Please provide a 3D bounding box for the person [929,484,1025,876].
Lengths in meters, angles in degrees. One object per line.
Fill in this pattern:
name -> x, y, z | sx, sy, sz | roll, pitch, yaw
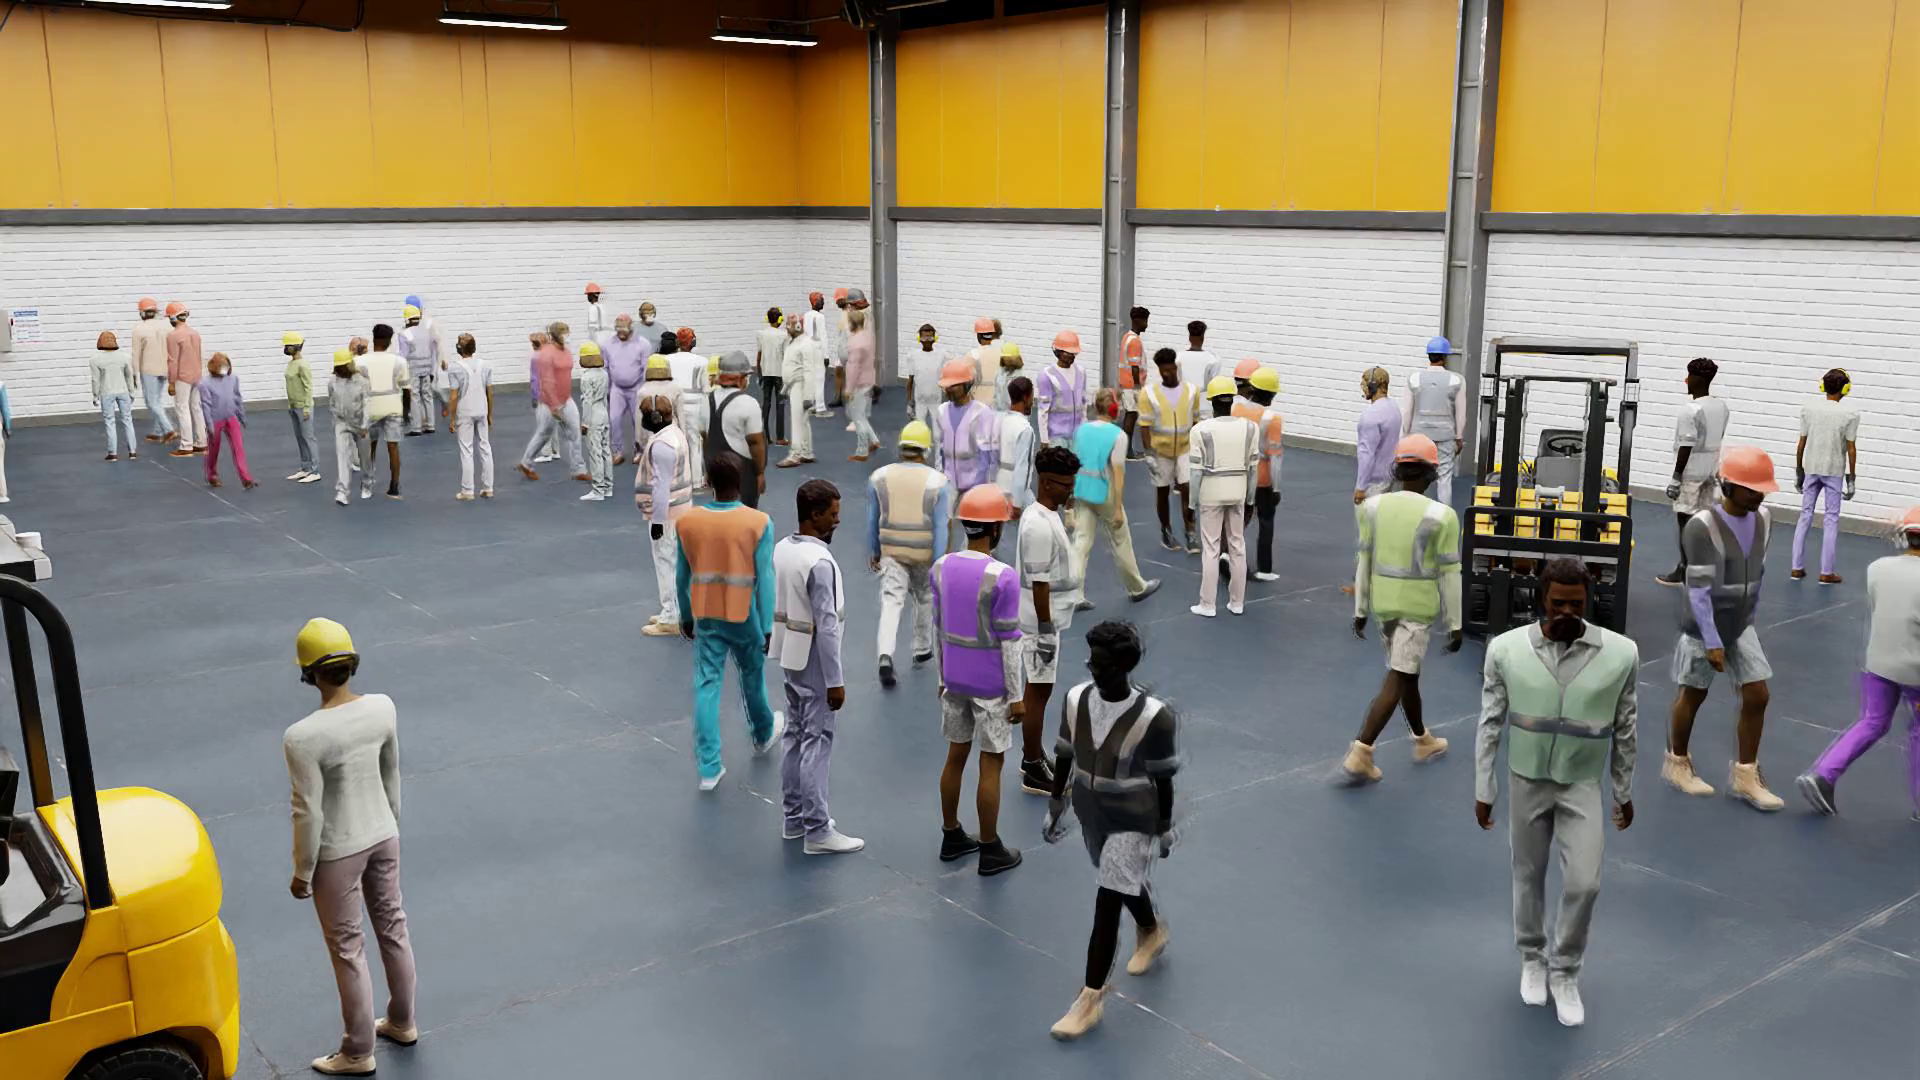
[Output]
person -> 0.105, 0.684, 8.210 | 0.545, 1.930, 0.387 | 11, 16, 43

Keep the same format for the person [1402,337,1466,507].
person -> 4.682, -1.035, 16.475 | 0.606, 1.940, 0.408 | 4, 12, 18

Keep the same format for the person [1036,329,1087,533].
person -> 1.036, -1.064, 16.409 | 0.614, 2.031, 0.403 | -9, 15, -39

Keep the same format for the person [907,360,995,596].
person -> -0.026, -0.475, 13.678 | 0.616, 1.981, 1.062 | 8, 14, 35

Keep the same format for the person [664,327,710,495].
person -> -3.050, -1.431, 18.559 | 0.568, 1.878, 0.351 | 1, 12, 6

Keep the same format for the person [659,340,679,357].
person -> -3.328, -1.453, 19.099 | 0.417, 1.680, 0.554 | 0, 12, 1

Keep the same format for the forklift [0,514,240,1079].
forklift -> -3.687, 1.115, 5.480 | 2.313, 2.155, 1.214 | -9, 15, -36

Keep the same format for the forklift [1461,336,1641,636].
forklift -> 4.683, -0.471, 13.136 | 1.214, 2.155, 2.313 | 4, 12, 20

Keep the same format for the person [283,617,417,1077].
person -> -2.331, 1.159, 6.310 | 0.329, 1.765, 0.527 | 6, 13, 25

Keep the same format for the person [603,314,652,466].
person -> -4.110, -1.841, 20.524 | 0.654, 1.874, 0.655 | 1, 12, 4

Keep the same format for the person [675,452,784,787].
person -> -1.326, 0.417, 9.634 | 0.630, 1.865, 0.977 | 2, 12, 10

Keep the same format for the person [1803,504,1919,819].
person -> 4.981, 0.663, 8.838 | 0.757, 1.716, 0.552 | -4, 12, -18

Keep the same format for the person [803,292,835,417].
person -> -2.155, -2.800, 25.144 | 0.355, 1.882, 0.576 | -9, 14, -36

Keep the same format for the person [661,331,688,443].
person -> -3.489, -1.692, 20.240 | 0.321, 1.697, 0.535 | -7, 14, -32

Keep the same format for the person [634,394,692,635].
person -> -2.263, -0.198, 12.719 | 0.429, 1.830, 0.635 | -1, 12, -3

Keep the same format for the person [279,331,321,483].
person -> -7.716, -1.552, 19.399 | 0.313, 1.767, 0.533 | -10, 16, -41

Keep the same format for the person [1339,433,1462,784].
person -> 2.540, 0.389, 9.498 | 0.997, 1.998, 0.631 | -10, 15, -39

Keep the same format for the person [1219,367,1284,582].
person -> 2.517, -0.542, 14.249 | 0.611, 1.896, 0.660 | 11, 16, 43

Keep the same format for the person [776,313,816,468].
person -> -2.038, -1.849, 20.536 | 0.467, 1.906, 0.663 | -4, 12, -19

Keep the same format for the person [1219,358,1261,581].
person -> 2.459, -0.612, 14.471 | 0.387, 1.929, 0.547 | -2, 12, -10

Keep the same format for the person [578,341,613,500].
person -> -4.027, -1.310, 18.285 | 0.298, 1.744, 0.486 | 3, 12, 14

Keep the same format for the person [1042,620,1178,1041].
person -> 0.644, 1.117, 6.801 | 0.533, 1.652, 0.905 | 11, 16, 42

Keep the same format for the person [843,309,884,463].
person -> -1.265, -1.907, 20.723 | 0.422, 1.923, 0.643 | 2, 12, 10

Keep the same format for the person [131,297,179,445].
person -> -10.837, -2.267, 22.385 | 0.627, 1.999, 0.643 | 4, 12, 19

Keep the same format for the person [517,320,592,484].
person -> -4.722, -1.599, 19.305 | 0.970, 1.909, 0.621 | 5, 13, 22

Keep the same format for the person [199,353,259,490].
person -> -8.331, -1.348, 18.877 | 0.887, 1.568, 0.562 | 9, 15, 37

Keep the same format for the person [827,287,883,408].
person -> -1.686, -3.060, 26.385 | 0.944, 1.897, 0.568 | -9, 15, -38

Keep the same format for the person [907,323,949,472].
person -> -0.368, -1.591, 19.362 | 0.506, 1.864, 0.331 | 0, 12, 1

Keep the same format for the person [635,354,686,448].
person -> -3.090, -1.046, 17.096 | 0.493, 1.711, 0.703 | -7, 14, -31

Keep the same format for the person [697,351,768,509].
person -> -1.996, -0.648, 14.364 | 0.691, 2.000, 0.885 | 10, 16, 41

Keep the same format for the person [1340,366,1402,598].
person -> 3.452, -0.482, 13.848 | 0.381, 1.929, 0.636 | 8, 14, 32

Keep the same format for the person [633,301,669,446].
person -> -4.154, -2.227, 22.270 | 0.636, 1.931, 0.377 | -8, 14, -35

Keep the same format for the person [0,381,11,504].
person -> -10.545, -1.189, 17.973 | 0.529, 1.630, 0.318 | -5, 13, -23

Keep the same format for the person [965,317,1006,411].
person -> 0.300, -1.607, 19.280 | 0.548, 1.934, 0.381 | -4, 12, -19

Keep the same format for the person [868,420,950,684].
person -> -0.368, 0.080, 11.468 | 0.609, 1.791, 0.906 | 2, 12, 11

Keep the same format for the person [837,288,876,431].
person -> -1.476, -2.572, 23.659 | 0.536, 2.000, 0.672 | 1, 12, 7

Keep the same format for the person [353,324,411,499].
person -> -6.423, -1.438, 18.452 | 0.647, 1.922, 0.784 | -5, 13, -22

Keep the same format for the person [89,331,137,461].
person -> -10.685, -1.817, 20.997 | 0.499, 1.634, 0.279 | -10, 16, -41

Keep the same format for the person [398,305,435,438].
person -> -7.508, -2.320, 22.946 | 0.404, 1.830, 0.600 | 7, 13, 30

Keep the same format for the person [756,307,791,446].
person -> -2.480, -2.180, 22.217 | 0.523, 1.858, 0.337 | 4, 12, 19

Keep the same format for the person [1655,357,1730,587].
person -> 6.265, -0.576, 14.199 | 0.606, 1.966, 0.367 | -9, 14, -36

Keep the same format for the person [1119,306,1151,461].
person -> 2.197, -1.967, 20.962 | 0.389, 1.953, 0.610 | 0, 12, -2

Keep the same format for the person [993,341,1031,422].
person -> 0.560, -1.325, 18.382 | 0.491, 1.745, 0.339 | 9, 15, 36

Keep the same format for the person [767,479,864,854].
person -> -0.761, 0.641, 8.455 | 0.391, 1.913, 0.588 | -6, 13, -27

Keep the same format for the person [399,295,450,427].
person -> -7.764, -2.601, 24.122 | 0.645, 1.911, 0.667 | 2, 12, 8

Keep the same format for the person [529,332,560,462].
person -> -5.216, -1.788, 20.870 | 0.316, 1.631, 0.532 | 3, 12, 13

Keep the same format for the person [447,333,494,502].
person -> -5.347, -1.342, 18.189 | 0.507, 1.846, 0.344 | -11, 16, -42

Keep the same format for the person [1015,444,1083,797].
person -> 0.487, 0.440, 9.311 | 0.380, 1.958, 0.602 | 1, 12, 3

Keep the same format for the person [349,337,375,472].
person -> -7.299, -1.647, 20.202 | 0.324, 1.630, 0.507 | -7, 14, -32

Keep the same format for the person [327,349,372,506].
person -> -6.611, -1.231, 18.055 | 0.487, 1.683, 0.923 | -1, 12, -6

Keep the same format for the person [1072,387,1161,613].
person -> 1.218, -0.331, 13.405 | 0.935, 1.796, 0.593 | -9, 15, -37

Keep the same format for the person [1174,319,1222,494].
person -> 2.620, -1.476, 18.582 | 0.601, 1.958, 0.381 | 3, 12, 14

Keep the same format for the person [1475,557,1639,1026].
person -> 2.392, 1.021, 6.694 | 0.633, 1.874, 0.621 | 4, 12, 17

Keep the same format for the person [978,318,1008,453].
person -> 0.466, -1.827, 20.578 | 0.544, 1.830, 0.533 | -1, 12, -7

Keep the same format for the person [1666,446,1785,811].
person -> 4.171, 0.485, 8.975 | 0.633, 2.003, 0.808 | -4, 12, -20

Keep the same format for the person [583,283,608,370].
person -> -5.973, -3.235, 27.165 | 0.406, 1.910, 0.589 | 1, 12, 6

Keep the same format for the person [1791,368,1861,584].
person -> 7.465, -0.550, 14.337 | 0.318, 1.860, 0.509 | -10, 16, -41

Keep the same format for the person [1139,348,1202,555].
person -> 1.983, -0.801, 15.379 | 0.631, 1.925, 0.868 | -1, 12, -6

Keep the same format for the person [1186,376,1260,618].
person -> 2.062, -0.335, 13.151 | 0.584, 1.919, 0.375 | -3, 12, -15

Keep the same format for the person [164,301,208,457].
person -> -9.953, -2.061, 21.340 | 0.410, 1.981, 0.629 | 2, 12, 9
